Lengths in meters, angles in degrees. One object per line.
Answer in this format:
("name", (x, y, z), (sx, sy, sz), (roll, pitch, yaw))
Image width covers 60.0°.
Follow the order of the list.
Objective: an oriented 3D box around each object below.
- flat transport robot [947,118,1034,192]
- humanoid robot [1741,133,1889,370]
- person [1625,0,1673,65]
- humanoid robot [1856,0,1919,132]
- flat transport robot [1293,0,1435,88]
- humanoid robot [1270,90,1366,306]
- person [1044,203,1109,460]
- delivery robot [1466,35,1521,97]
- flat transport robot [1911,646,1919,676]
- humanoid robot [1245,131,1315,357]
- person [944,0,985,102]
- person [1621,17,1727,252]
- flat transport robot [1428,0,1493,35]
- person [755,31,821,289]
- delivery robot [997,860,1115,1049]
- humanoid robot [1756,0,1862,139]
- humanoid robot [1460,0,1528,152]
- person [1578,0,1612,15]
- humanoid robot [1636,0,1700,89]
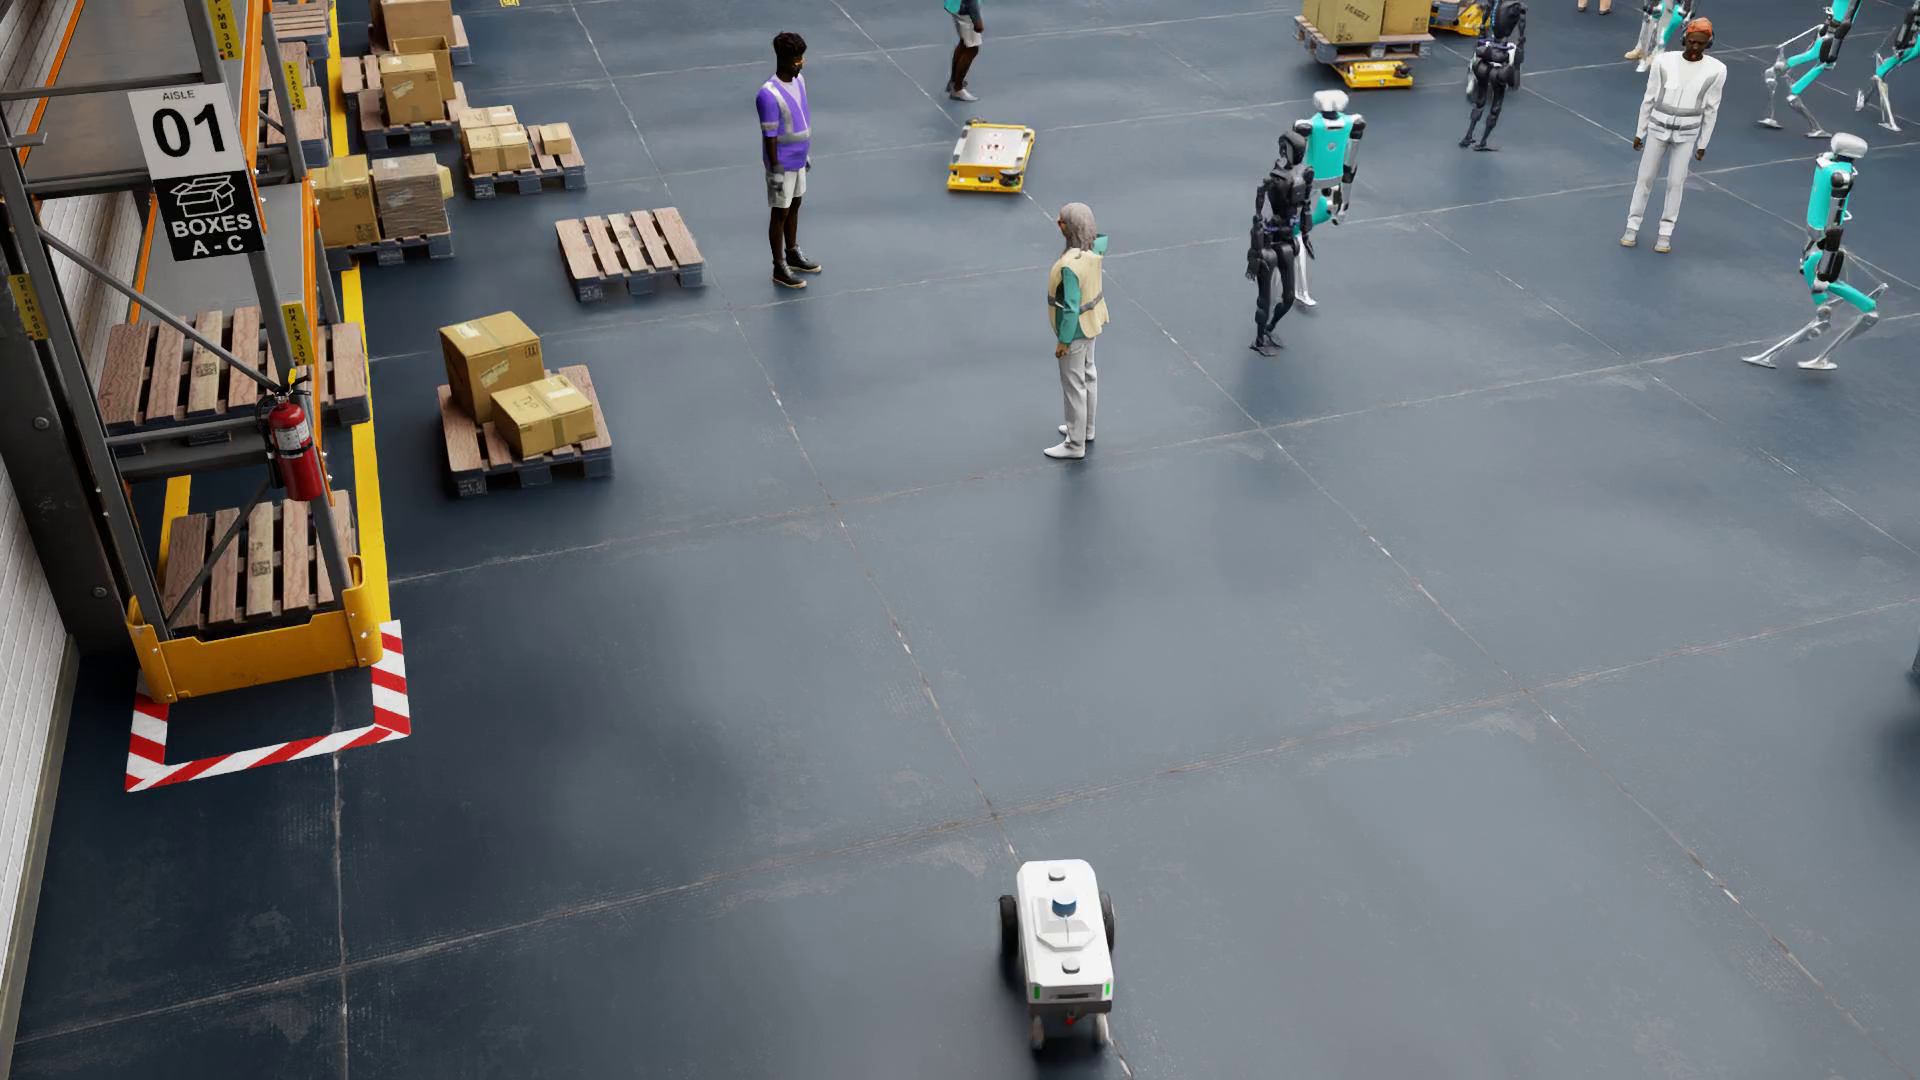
("flat transport robot", (0.298, -3.536, 15.281), (0.659, 0.231, 1.431), (4, 33, 6))
("humanoid robot", (6.054, -1.897, 11.433), (0.851, 1.795, 0.542), (6, 34, 9))
("person", (7.424, -5.987, 17.589), (0.377, 1.866, 0.452), (-18, 37, -25))
("humanoid robot", (9.069, -4.865, 16.022), (0.559, 1.810, 0.920), (-8, 34, -12))
("flat transport robot", (4.267, -5.136, 17.736), (0.659, 0.231, 1.431), (-4, 33, -6))
("humanoid robot", (2.586, -2.520, 12.464), (0.532, 1.868, 0.787), (-7, 34, -10))
("person", (0.749, -1.315, 10.554), (0.365, 1.708, 0.474), (12, 35, 18))
("delivery robot", (5.466, -4.876, 17.089), (0.499, 0.611, 0.814), (15, 36, 21))
("flat transport robot", (5.605, 0.949, 8.403), (0.659, 0.231, 1.431), (-6, 34, -8))
("humanoid robot", (2.278, -2.106, 11.807), (0.596, 1.651, 0.352), (-22, 39, -30))
("person", (0.047, -5.306, 16.511), (0.437, 1.892, 0.747), (-5, 33, -8))
("person", (5.735, -3.254, 13.379), (0.573, 1.880, 0.361), (15, 36, 22))
("flat transport robot", (5.359, -6.083, 19.189), (1.431, 0.231, 0.659), (17, 37, 24))
("person", (-1.316, -2.933, 12.811), (0.382, 1.959, 0.604), (12, 35, 18))
("delivery robot", (0.428, 1.694, 7.011), (0.499, 0.608, 0.786), (-2, 33, -3))
("humanoid robot", (7.971, -4.648, 15.672), (0.885, 1.786, 0.575), (8, 34, 12))
("humanoid robot", (4.950, -4.428, 15.364), (0.340, 1.643, 0.595), (-17, 37, -24))
("person", (7.499, -6.951, 19.239), (0.472, 1.669, 0.389), (19, 38, 27))
("humanoid robot", (7.235, -5.466, 16.948), (0.567, 1.754, 1.052), (8, 34, 12))
